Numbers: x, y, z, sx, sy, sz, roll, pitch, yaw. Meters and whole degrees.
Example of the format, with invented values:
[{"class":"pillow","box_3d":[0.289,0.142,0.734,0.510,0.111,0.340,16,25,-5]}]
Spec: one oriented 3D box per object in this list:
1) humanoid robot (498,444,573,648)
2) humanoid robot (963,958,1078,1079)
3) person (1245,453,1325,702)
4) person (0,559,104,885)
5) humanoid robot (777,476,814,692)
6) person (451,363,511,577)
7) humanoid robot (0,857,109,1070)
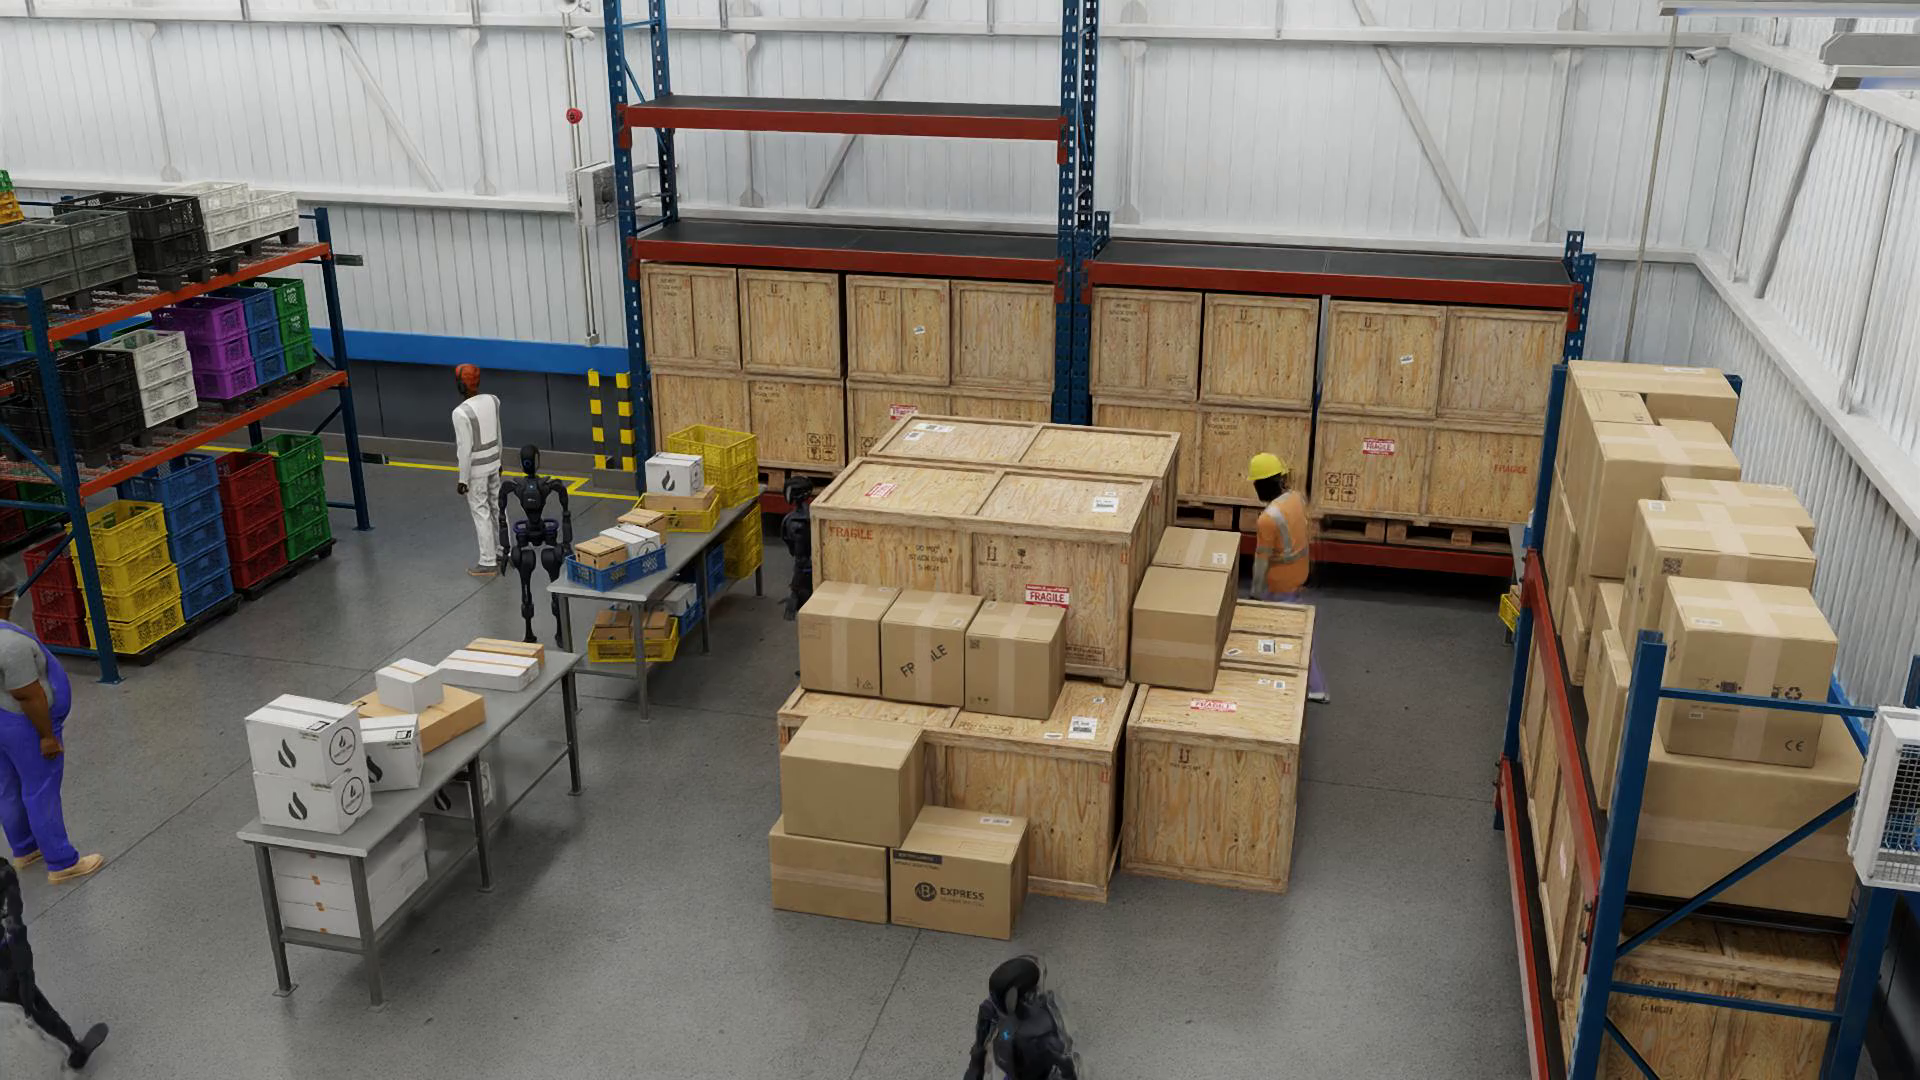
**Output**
[{"class":"humanoid robot","box_3d":[-3.279,0.060,12.898,0.586,1.657,0.330,-4,21,-11]},{"class":"humanoid robot","box_3d":[0.297,2.409,6.819,0.755,1.619,0.596,-15,26,-34]},{"class":"person","box_3d":[2.291,0.259,12.165,1.011,1.838,0.662,11,24,28]},{"class":"person","box_3d":[-5.527,1.047,9.827,0.681,2.000,0.537,12,24,28]},{"class":"humanoid robot","box_3d":[-1.162,0.317,12.222,0.331,1.657,0.599,0,21,1]},{"class":"person","box_3d":[-4.146,-0.608,14.373,0.337,1.882,0.583,7,22,18]},{"class":"humanoid robot","box_3d":[-4.616,1.984,7.956,0.568,1.622,0.800,6,22,16]}]
